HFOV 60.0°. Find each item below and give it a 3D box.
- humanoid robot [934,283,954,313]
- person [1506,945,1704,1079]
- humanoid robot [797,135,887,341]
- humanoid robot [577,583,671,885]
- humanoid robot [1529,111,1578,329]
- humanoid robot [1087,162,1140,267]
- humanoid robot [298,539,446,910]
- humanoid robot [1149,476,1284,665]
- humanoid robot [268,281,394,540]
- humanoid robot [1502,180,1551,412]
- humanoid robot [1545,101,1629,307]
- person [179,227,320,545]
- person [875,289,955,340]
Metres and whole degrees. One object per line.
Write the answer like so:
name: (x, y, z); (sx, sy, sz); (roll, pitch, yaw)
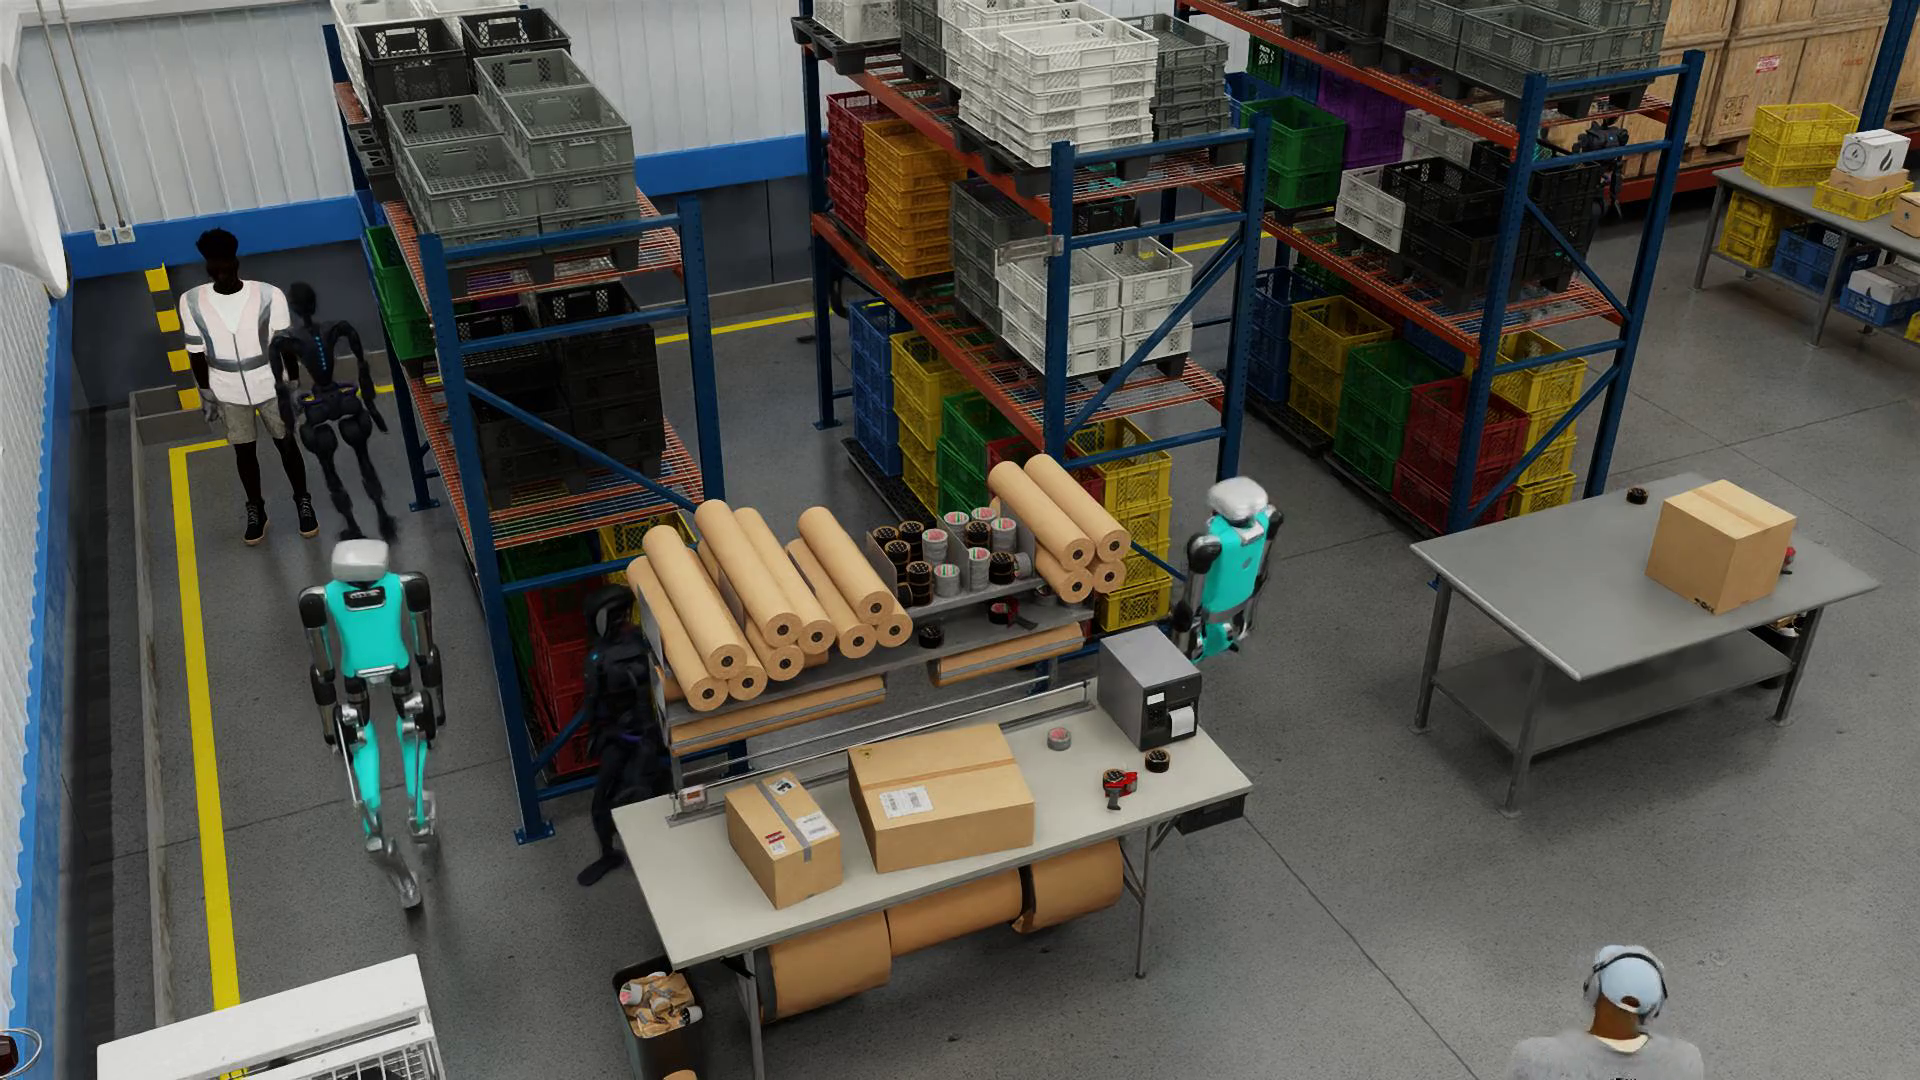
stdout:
humanoid robot: (0.055, -2.040, 11.916); (0.762, 1.811, 0.530); (15, 35, 22)
person: (1.928, 1.988, 5.265); (0.604, 1.818, 0.453); (0, 32, 0)
humanoid robot: (-0.894, -2.163, 12.169); (0.665, 1.646, 0.602); (-4, 32, -6)
humanoid robot: (-1.434, 0.899, 7.198); (0.489, 1.648, 0.587); (-24, 39, -33)
humanoid robot: (4.262, -2.290, 12.309); (0.562, 1.766, 0.908); (-22, 38, -31)
humanoid robot: (1.065, -2.134, 12.089); (0.545, 1.860, 0.660); (9, 33, 14)
humanoid robot: (-2.453, 0.853, 7.166); (0.557, 1.744, 0.941); (-12, 33, -18)
humanoid robot: (1.066, 0.404, 7.931); (0.563, 1.789, 0.804); (-23, 38, -32)
humanoid robot: (-3.715, -0.730, 9.823); (0.608, 1.642, 0.365); (-22, 38, -31)
humanoid robot: (3.811, -1.696, 11.430); (0.614, 1.620, 0.794); (-18, 36, -27)
humanoid robot: (4.872, -2.632, 12.892); (0.599, 1.653, 0.315); (-13, 34, -20)
person: (-4.182, -0.897, 9.808); (0.605, 1.967, 0.368); (-8, 33, -13)
person: (-0.269, -2.206, 11.926); (0.966, 1.964, 0.617); (-2, 32, -3)
